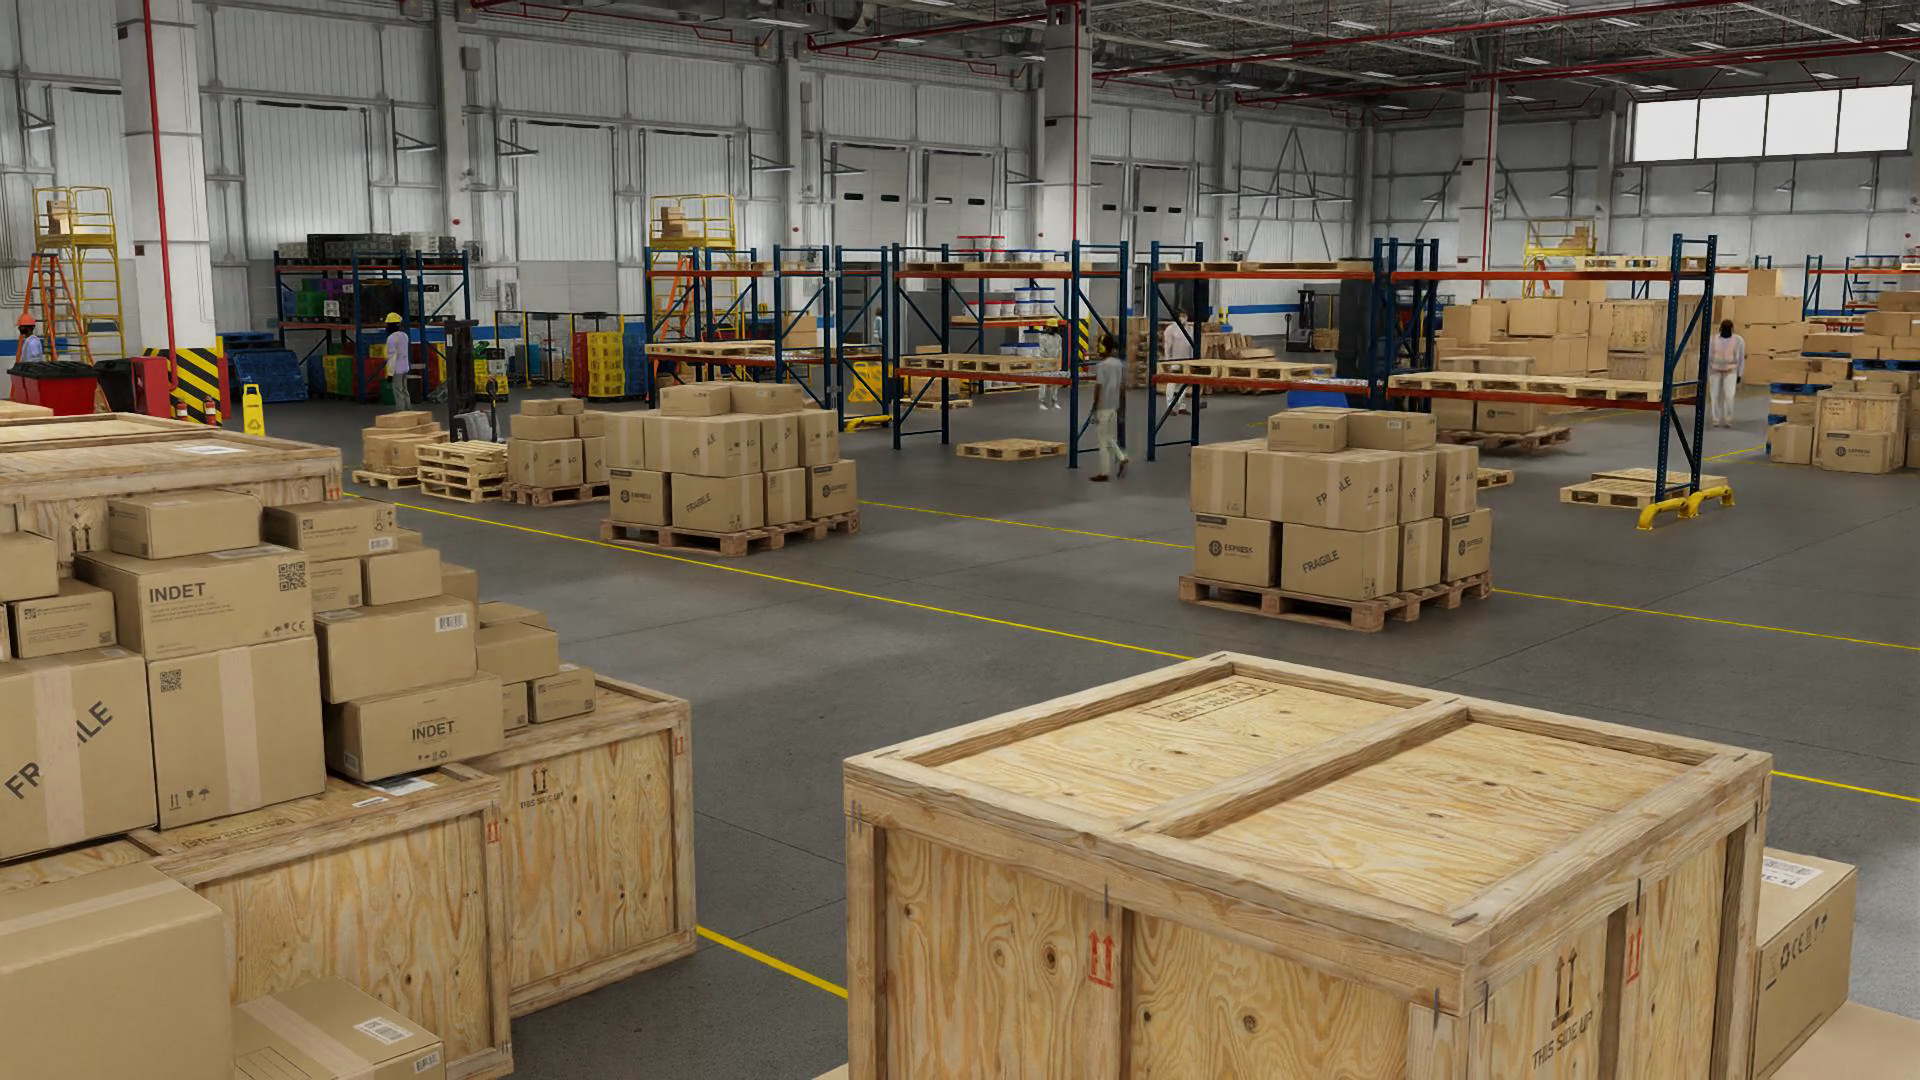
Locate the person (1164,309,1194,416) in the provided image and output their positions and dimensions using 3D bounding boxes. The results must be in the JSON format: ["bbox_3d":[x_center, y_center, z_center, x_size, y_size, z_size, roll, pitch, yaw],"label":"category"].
[{"bbox_3d":[3.988,-3.222,30.179,0.627,1.940,0.371,-5,10,-27],"label":"person"}]

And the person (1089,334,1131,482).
[{"bbox_3d":[1.843,-1.621,20.613,0.477,1.856,0.545,8,12,41],"label":"person"}]

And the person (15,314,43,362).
[{"bbox_3d":[-14.775,-2.618,26.478,0.359,1.939,0.542,-6,11,-32],"label":"person"}]

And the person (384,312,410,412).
[{"bbox_3d":[-9.453,-2.849,27.929,0.368,1.927,0.587,1,9,5],"label":"person"}]

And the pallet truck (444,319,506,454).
[{"bbox_3d":[-6.981,-1.942,22.150,1.885,1.965,0.823,1,9,9],"label":"pallet truck"}]

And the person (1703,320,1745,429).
[{"bbox_3d":[12.711,-2.758,27.736,0.622,1.800,0.916,5,10,26],"label":"person"}]

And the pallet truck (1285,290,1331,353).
[{"bbox_3d":[11.297,-6.951,52.861,1.885,1.965,0.823,-5,11,-29],"label":"pallet truck"}]

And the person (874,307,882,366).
[{"bbox_3d":[-2.151,-5.386,44.399,0.315,1.633,0.522,0,9,-2],"label":"person"}]

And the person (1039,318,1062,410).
[{"bbox_3d":[1.732,-3.330,31.474,0.488,1.736,0.321,-5,11,-28],"label":"person"}]

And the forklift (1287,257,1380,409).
[{"bbox_3d":[6.093,-2.942,25.585,1.873,2.768,1.129,7,11,35],"label":"forklift"}]

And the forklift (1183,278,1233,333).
[{"bbox_3d":[6.651,-6.381,46.671,1.873,2.768,1.129,9,13,43],"label":"forklift"}]
